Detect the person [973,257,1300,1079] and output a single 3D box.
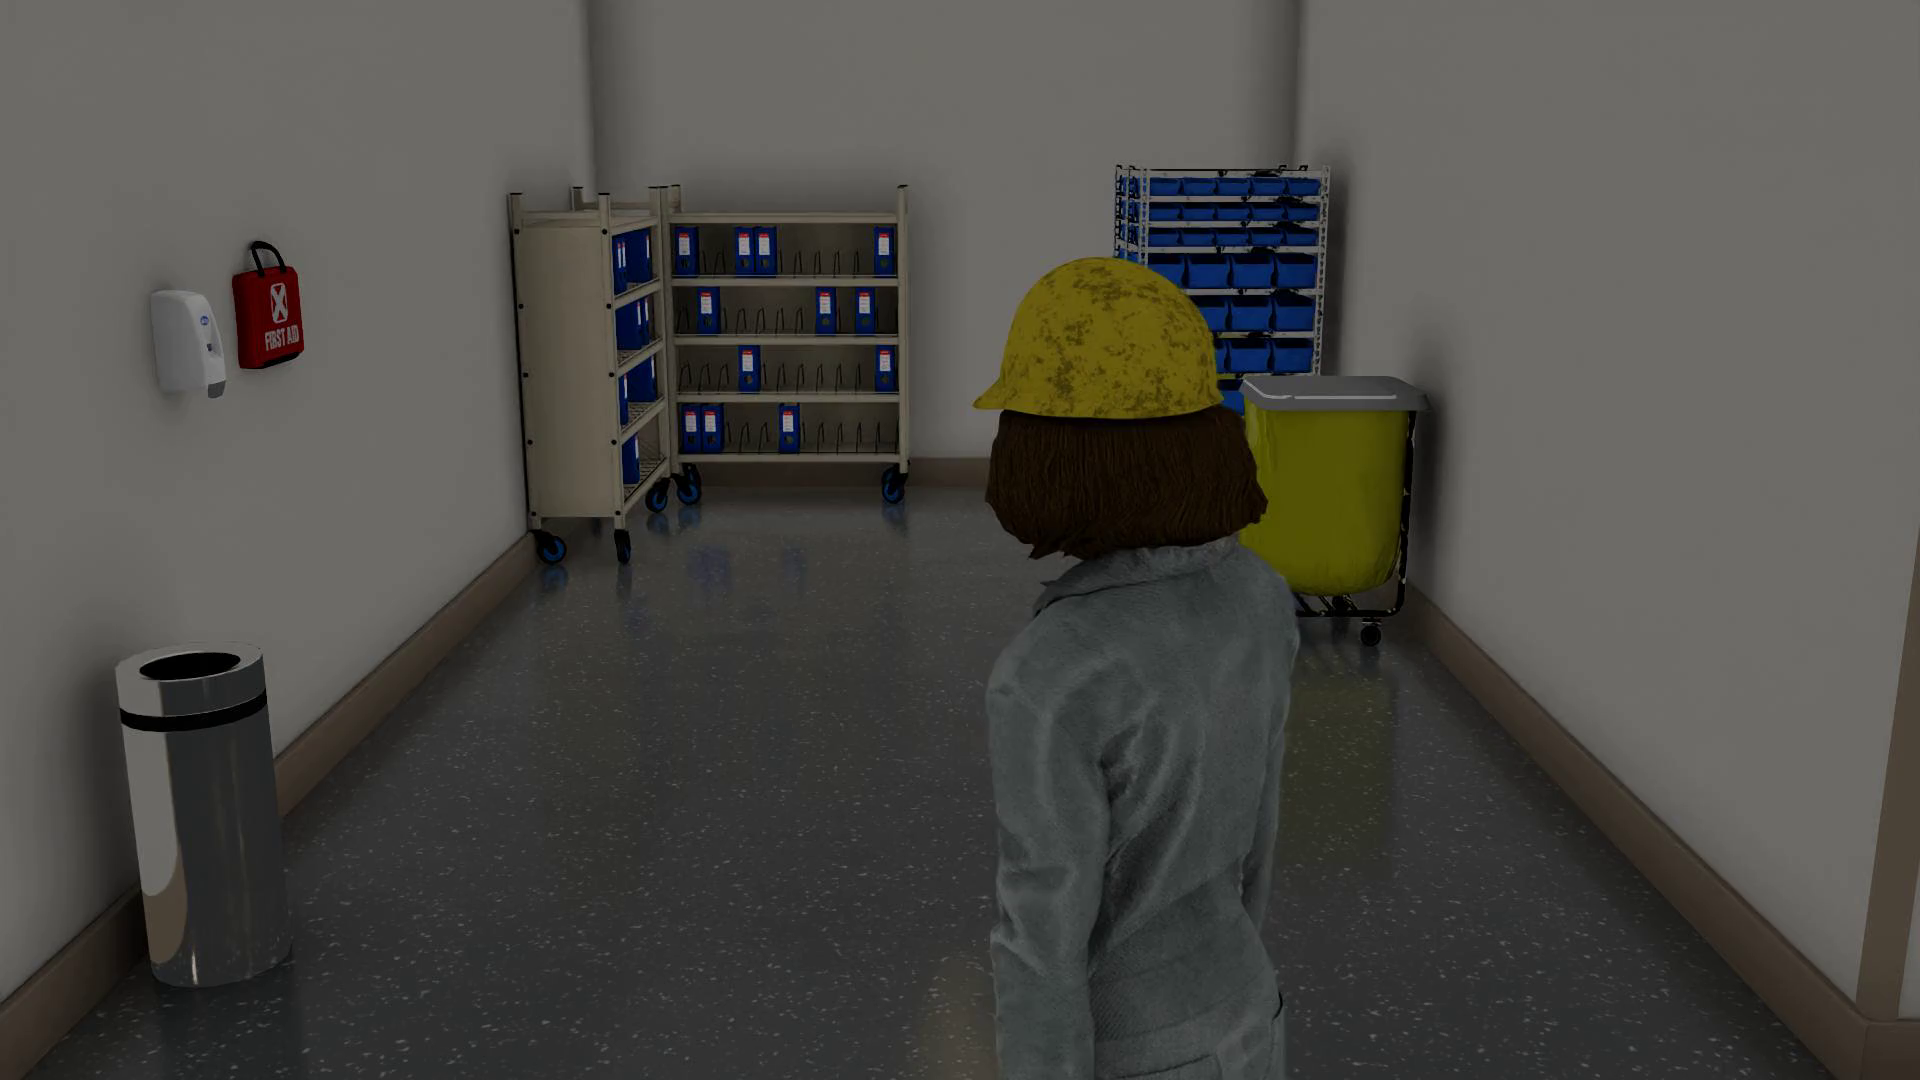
[{"bbox_3d":[0.184,0.570,1.812,0.357,1.734,0.501,11,17,40],"label":"person"}]
